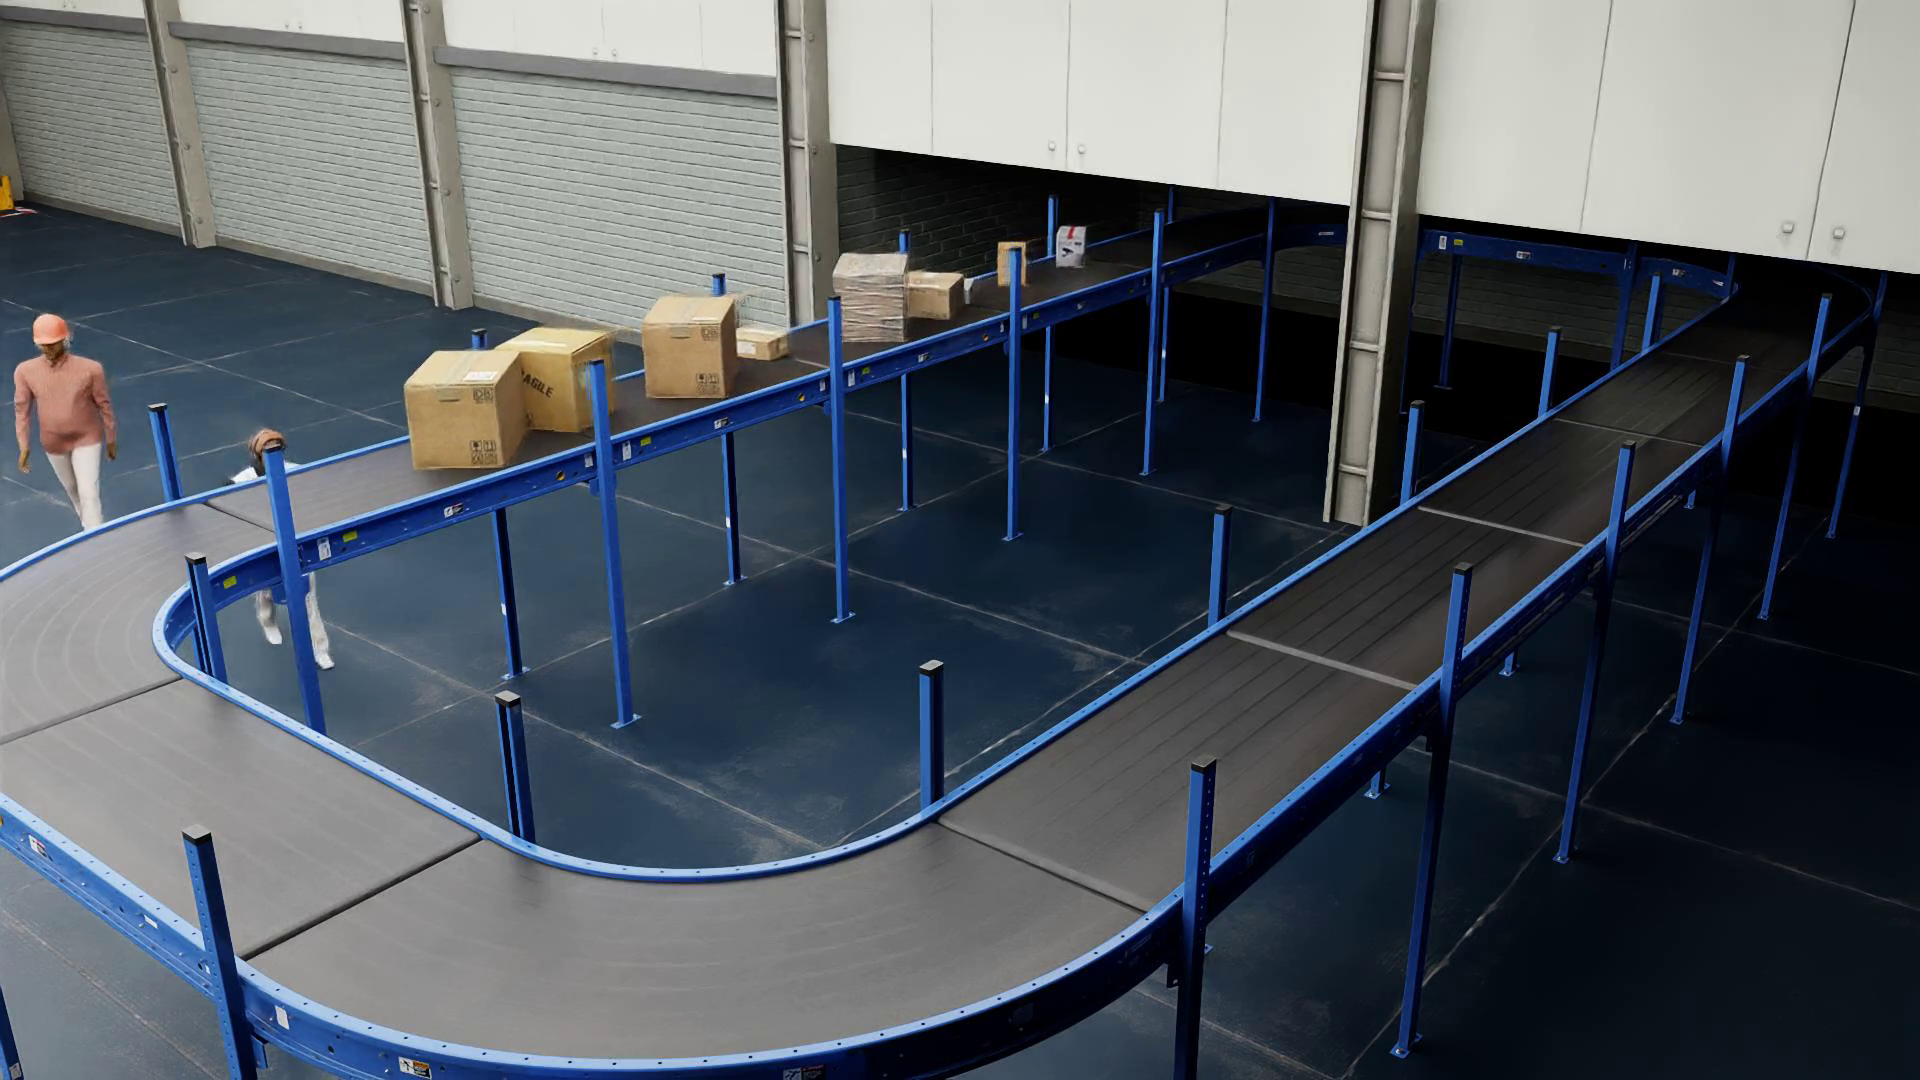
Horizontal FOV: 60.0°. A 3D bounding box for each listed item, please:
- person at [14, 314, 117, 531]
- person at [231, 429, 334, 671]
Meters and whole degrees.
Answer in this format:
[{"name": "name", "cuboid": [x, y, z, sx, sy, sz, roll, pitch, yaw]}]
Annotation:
[{"name": "person", "cuboid": [-6.658, -0.740, 12.438, 0.628, 1.944, 1.052, -5, 22, -12]}, {"name": "person", "cuboid": [-4.494, 0.026, 10.949, 0.515, 1.592, 0.876, -15, 26, -34]}]
